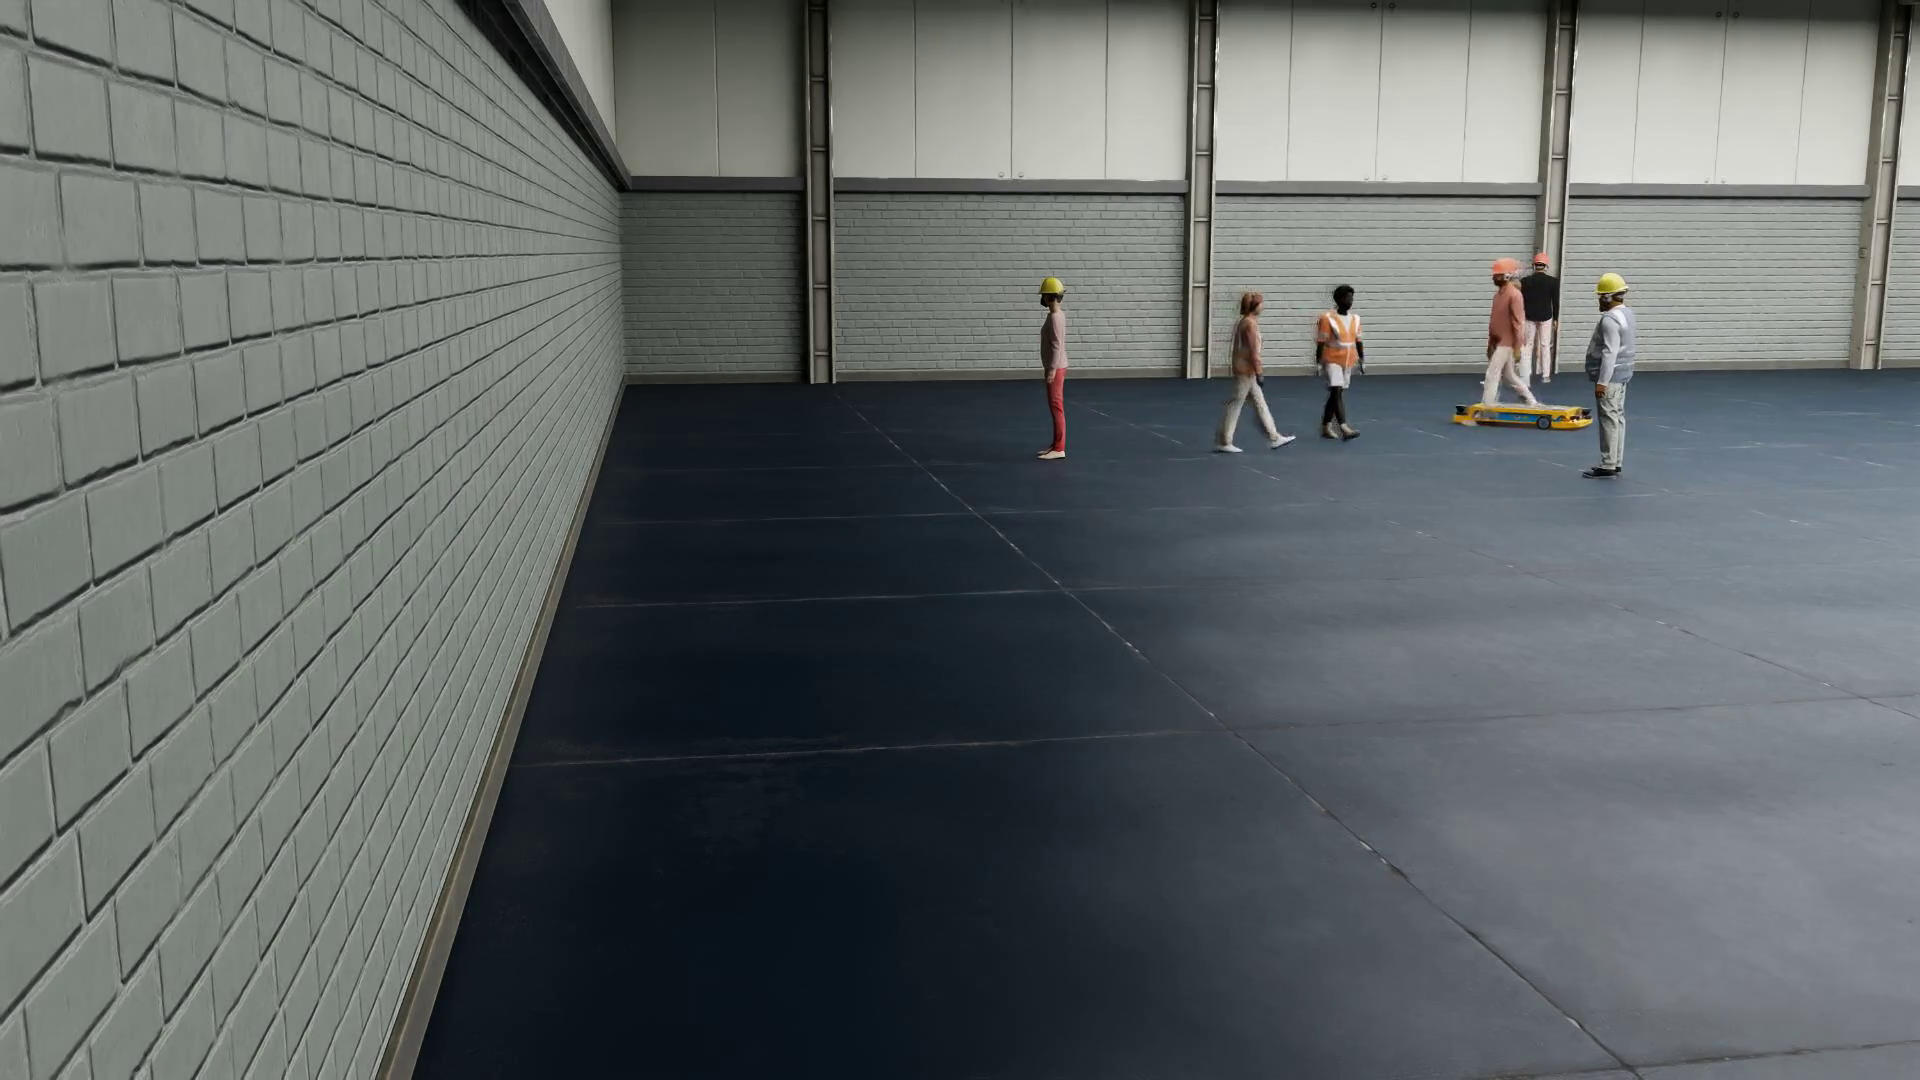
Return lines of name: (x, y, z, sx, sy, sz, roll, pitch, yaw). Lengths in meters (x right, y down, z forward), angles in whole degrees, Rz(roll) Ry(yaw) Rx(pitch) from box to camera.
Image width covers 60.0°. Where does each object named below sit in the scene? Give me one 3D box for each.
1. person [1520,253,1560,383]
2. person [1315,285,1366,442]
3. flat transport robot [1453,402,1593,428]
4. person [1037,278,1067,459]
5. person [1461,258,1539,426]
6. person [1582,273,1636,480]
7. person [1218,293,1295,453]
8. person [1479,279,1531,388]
person: (8.922, -3.425, 25.690, 0.614, 1.993, 0.395, 3, 10, 19)
person: (4.091, -1.873, 17.715, 0.555, 1.654, 0.845, -5, 11, -27)
flat transport robot: (6.541, -1.459, 19.328, 1.431, 0.197, 0.652, 6, 12, 33)
person: (0.894, -1.670, 16.246, 0.310, 1.768, 0.533, 1, 10, 4)
person: (6.375, -2.294, 19.312, 0.989, 1.959, 0.637, -1, 10, -4)
person: (5.779, -1.454, 14.821, 0.403, 1.828, 0.598, 7, 12, 35)
person: (2.979, -1.662, 16.658, 0.822, 1.595, 0.542, 1, 10, 4)
person: (8.085, -3.036, 24.570, 0.821, 1.602, 0.513, 2, 10, 14)
